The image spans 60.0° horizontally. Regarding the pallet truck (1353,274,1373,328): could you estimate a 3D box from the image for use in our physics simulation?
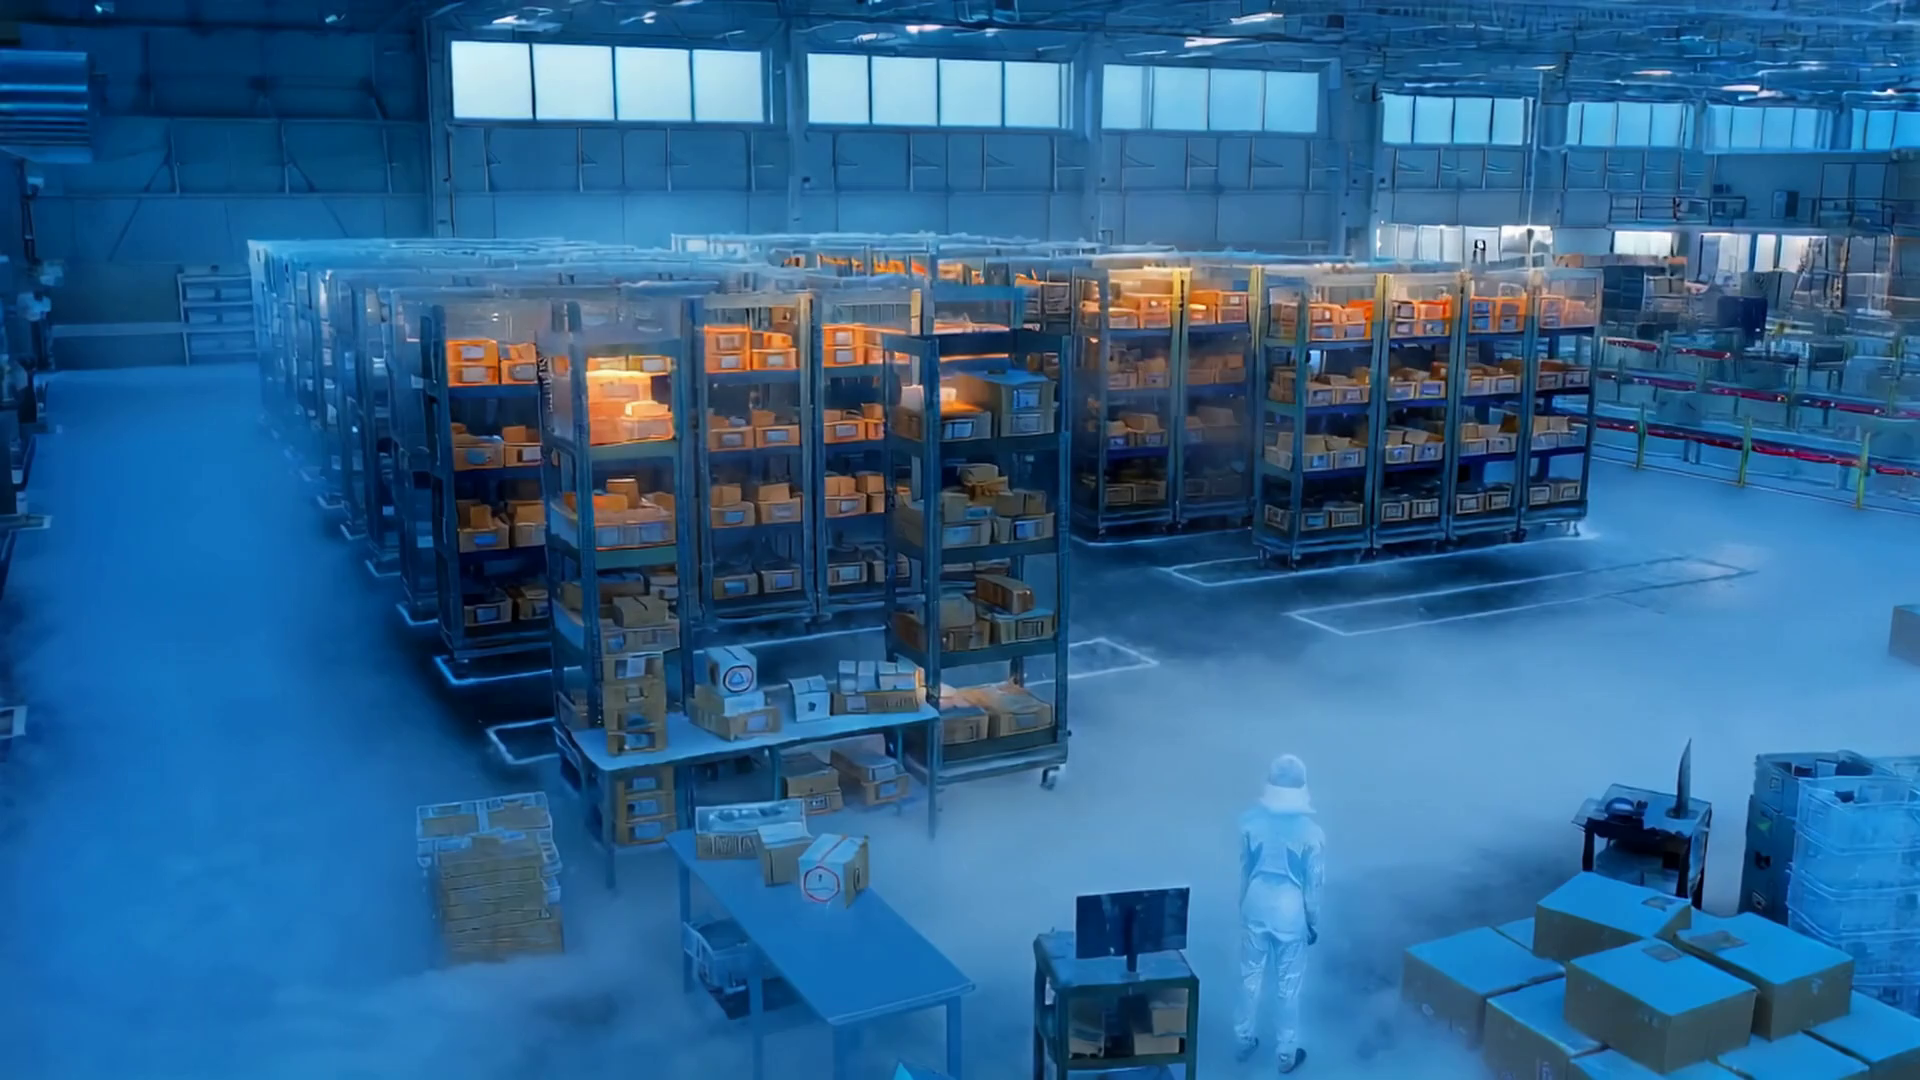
[{"bbox_3d":[13.011,-8.050,55.243,0.823,1.965,1.885,-7,14,-28],"label":"pallet truck"}]

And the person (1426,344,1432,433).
[{"bbox_3d":[8.372,-2.575,29.835,0.641,1.913,0.407,-2,12,-7],"label":"person"}]

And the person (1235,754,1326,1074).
[{"bbox_3d":[1.709,1.988,8.914,0.480,1.732,0.345,6,13,26],"label":"person"}]
